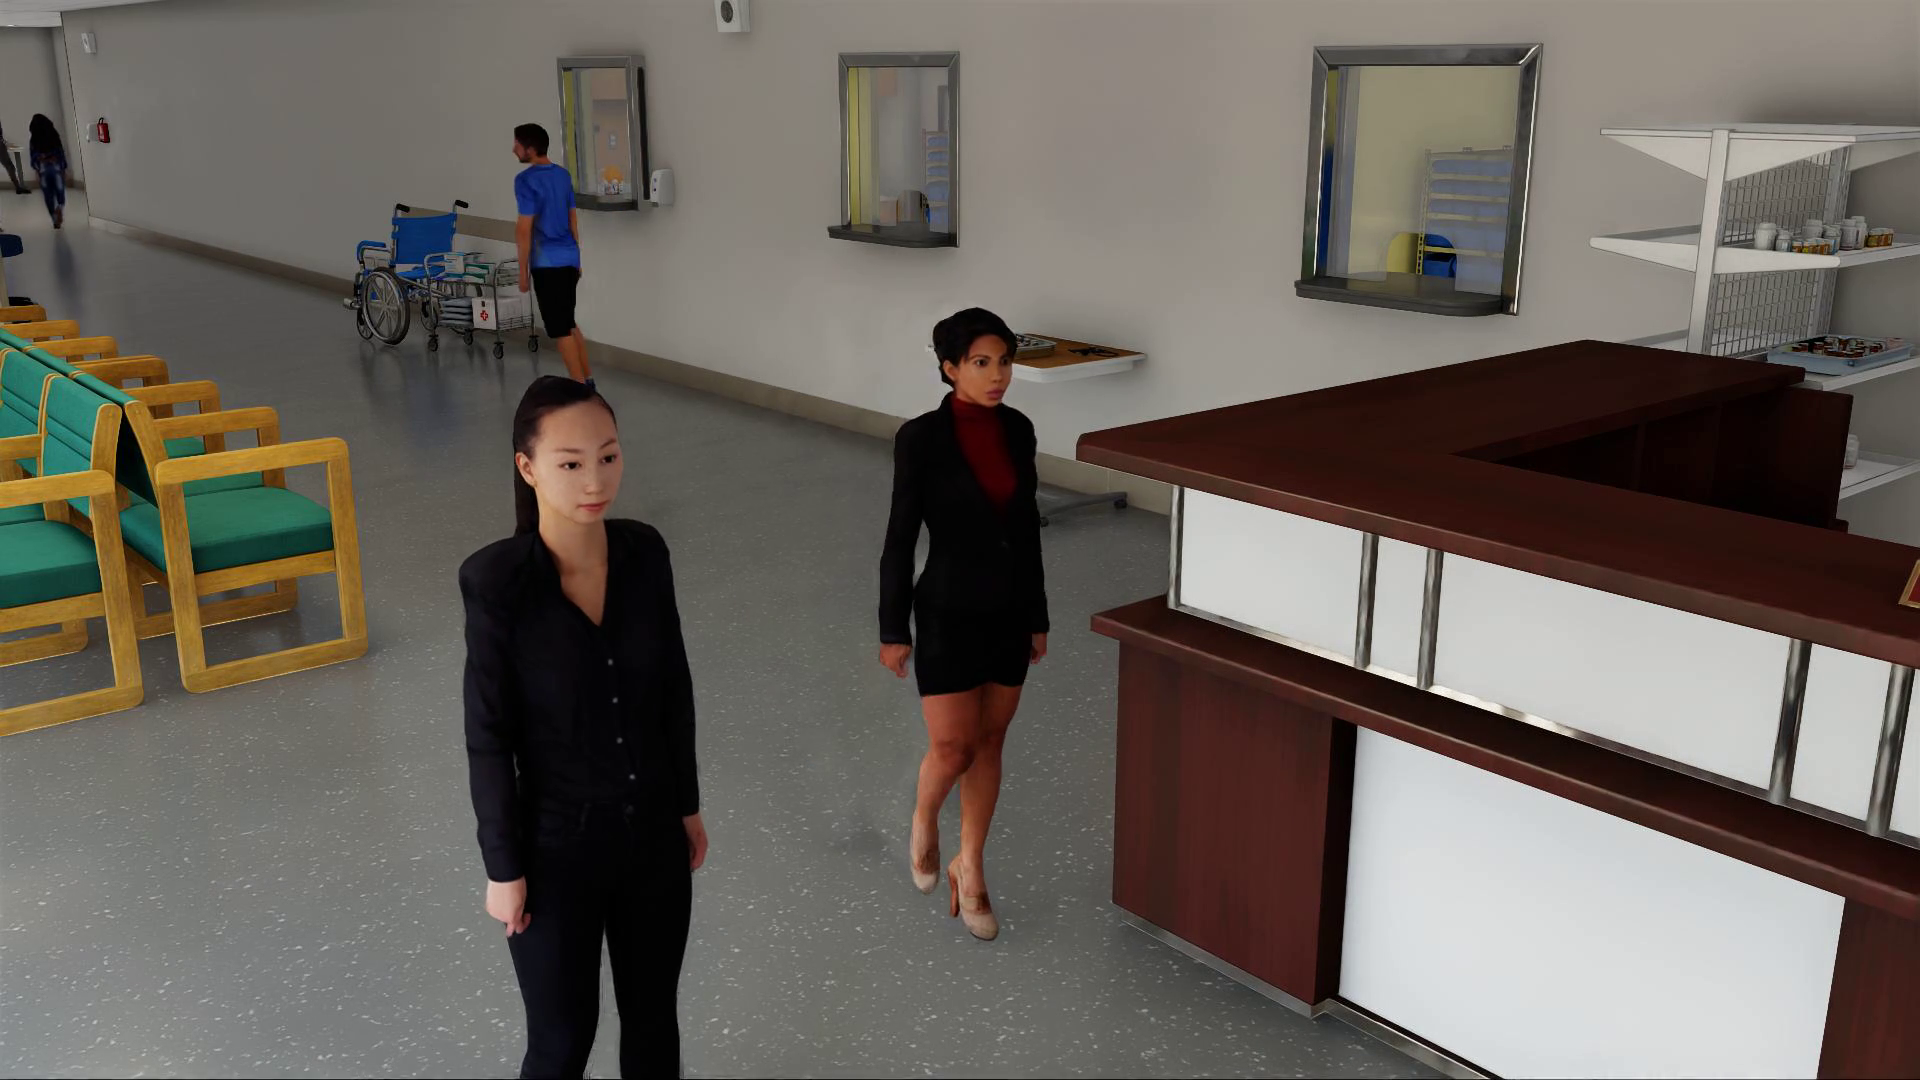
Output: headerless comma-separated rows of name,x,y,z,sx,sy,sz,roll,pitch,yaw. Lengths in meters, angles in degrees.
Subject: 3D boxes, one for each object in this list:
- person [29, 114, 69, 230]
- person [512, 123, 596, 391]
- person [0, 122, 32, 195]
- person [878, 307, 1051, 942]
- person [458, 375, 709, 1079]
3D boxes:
person,-12.738,-5.140,23.313,0.942,1.597,0.791,-9,18,-29
person,-2.650,-1.813,11.059,0.819,1.843,0.700,13,20,39
person,-17.331,-7.020,29.728,1.191,1.734,0.750,-8,18,-27
person,-0.015,0.225,4.221,0.585,1.630,0.689,-9,18,-29
person,-0.649,0.550,2.924,0.434,1.709,0.643,-14,21,-41
